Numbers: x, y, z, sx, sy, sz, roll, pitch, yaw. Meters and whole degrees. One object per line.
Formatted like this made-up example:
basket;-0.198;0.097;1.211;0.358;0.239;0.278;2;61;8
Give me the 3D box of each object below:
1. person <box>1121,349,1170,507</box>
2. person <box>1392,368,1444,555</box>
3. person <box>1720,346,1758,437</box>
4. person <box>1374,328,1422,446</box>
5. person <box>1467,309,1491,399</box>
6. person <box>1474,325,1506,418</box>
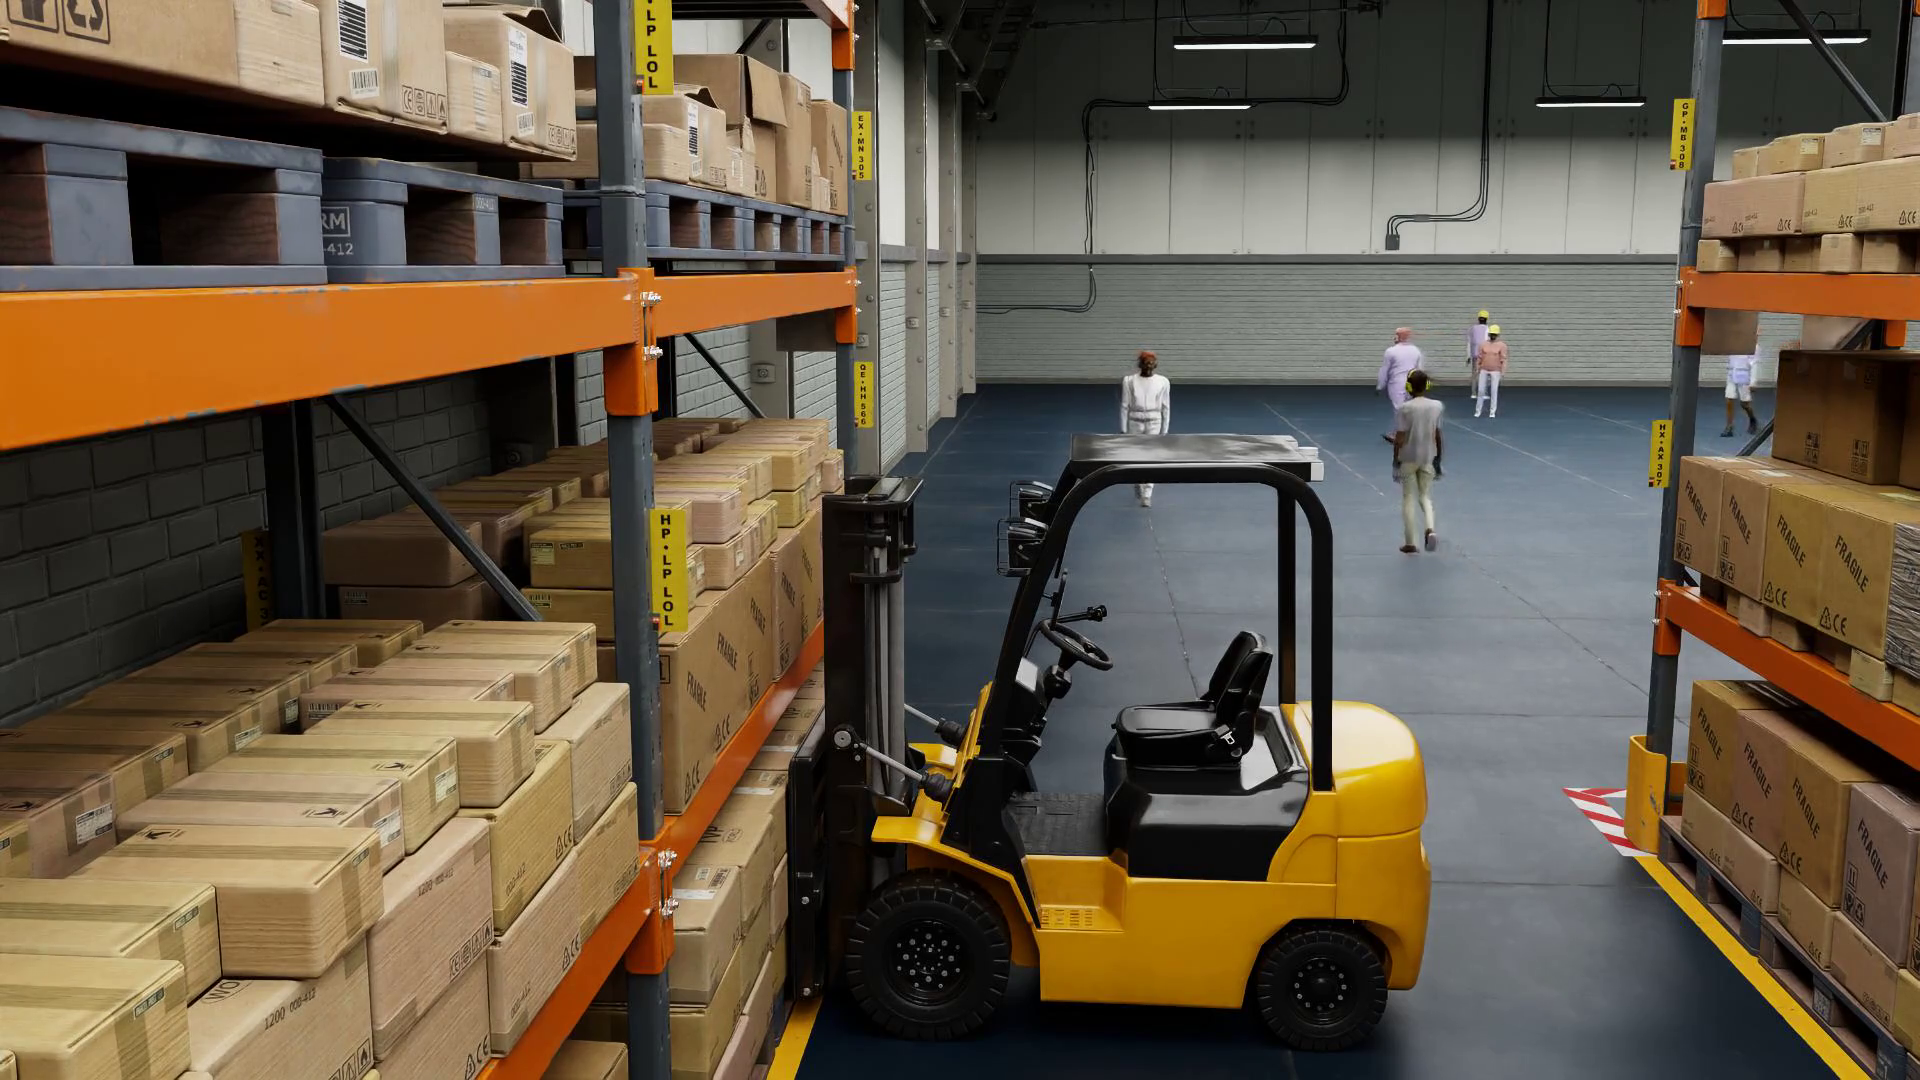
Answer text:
person;2.222;-1.356;19.963;0.595;1.868;0.686;1;9;7
person;4.526;-0.763;16.426;0.556;1.854;0.448;-1;9;-8
person;13.110;-2.681;27.878;0.776;1.913;0.552;-6;11;-33
person;6.953;-2.445;26.572;0.658;1.860;0.954;-4;10;-23
person;11.215;-3.989;35.764;0.594;1.923;0.388;7;11;35
person;10.013;-3.183;31.391;0.549;1.761;0.345;5;10;26
